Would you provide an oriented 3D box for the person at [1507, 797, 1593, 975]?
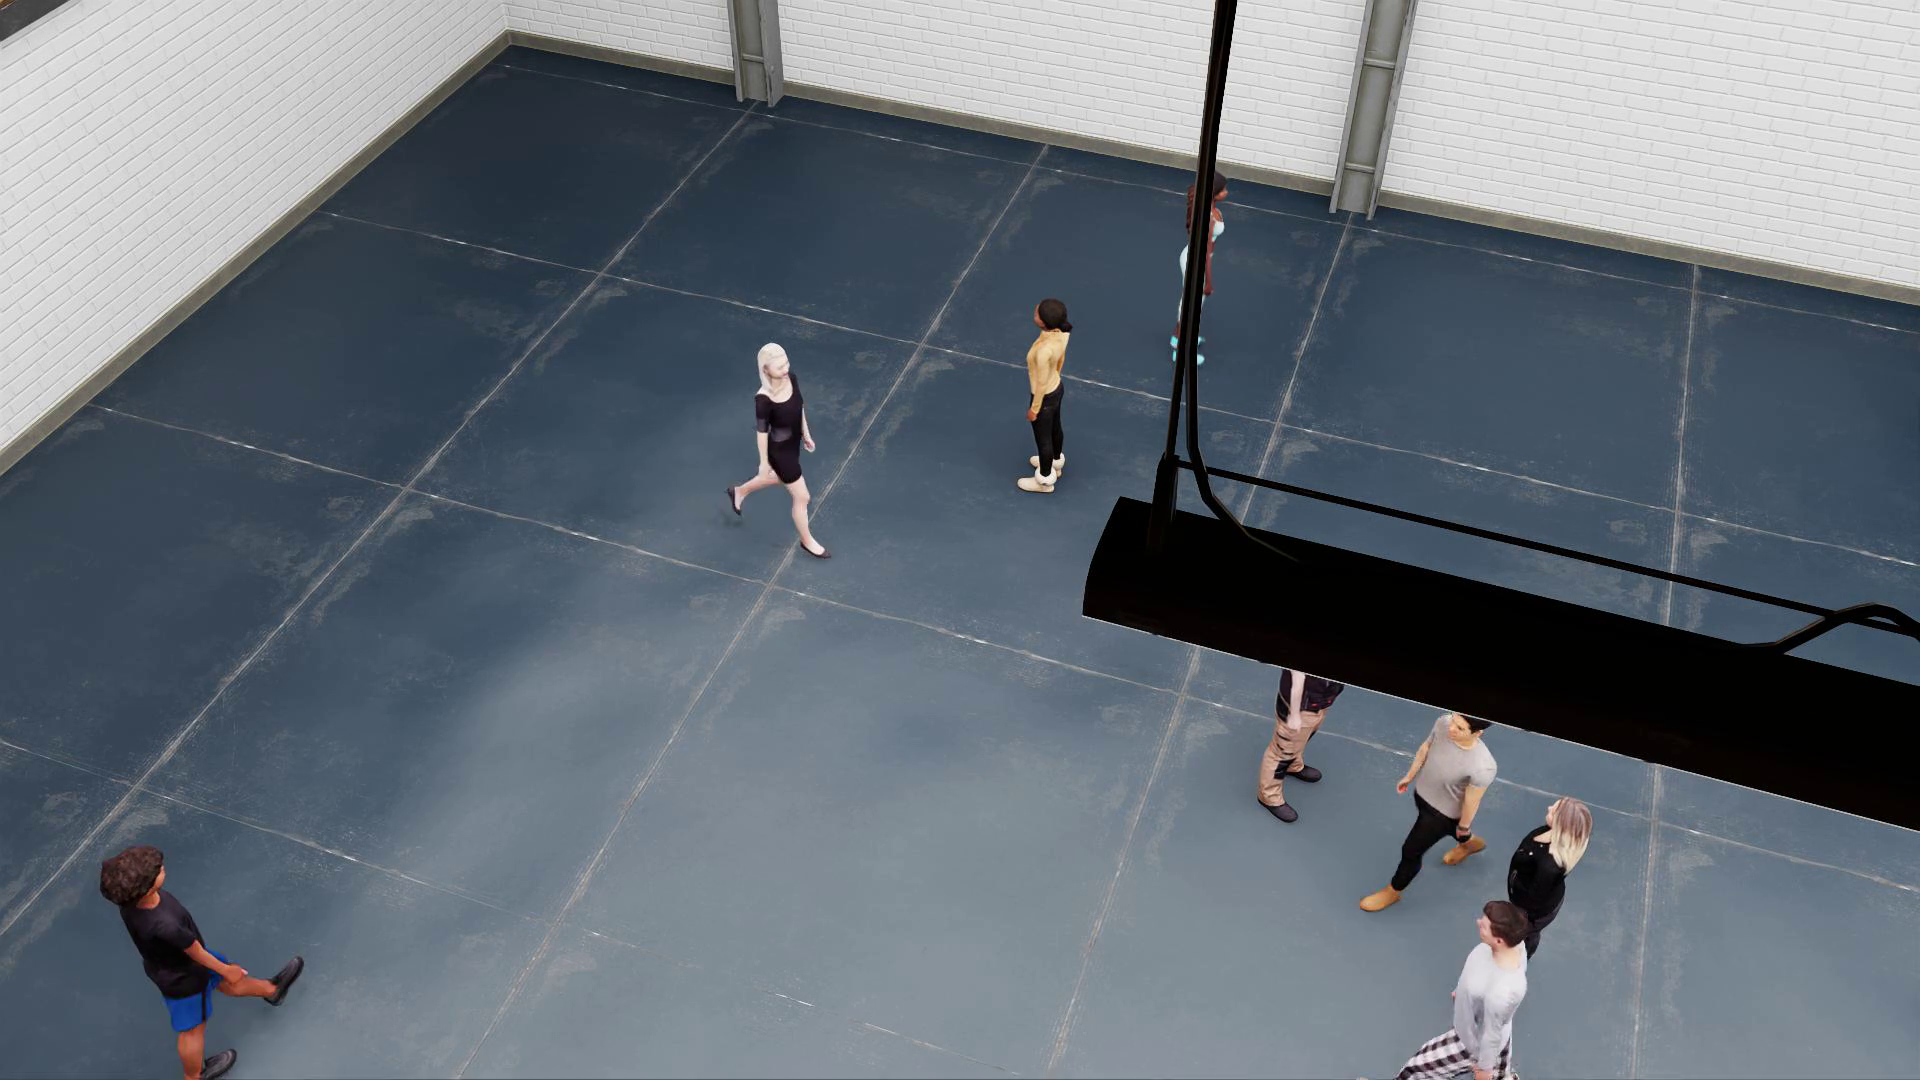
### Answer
[{"bbox_3d":[3.069,1.932,8.852,0.621,1.687,0.662,26,49,25],"label":"person"}]

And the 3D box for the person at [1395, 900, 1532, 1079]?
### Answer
[{"bbox_3d":[2.672,2.441,8.240,1.161,1.794,0.647,14,45,14],"label":"person"}]

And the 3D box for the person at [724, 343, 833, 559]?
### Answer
[{"bbox_3d":[-1.299,-0.638,11.469,1.109,1.797,0.595,16,46,16],"label":"person"}]

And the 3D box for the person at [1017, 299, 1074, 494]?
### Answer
[{"bbox_3d":[0.635,-1.053,12.004,0.575,1.660,0.600,18,46,18],"label":"person"}]

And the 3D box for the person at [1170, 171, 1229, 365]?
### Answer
[{"bbox_3d":[1.865,-2.156,13.120,0.646,1.719,0.647,-3,44,-4],"label":"person"}]

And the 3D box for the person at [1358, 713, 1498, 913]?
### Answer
[{"bbox_3d":[2.781,1.434,9.371,1.178,1.692,1.015,-10,45,-10],"label":"person"}]

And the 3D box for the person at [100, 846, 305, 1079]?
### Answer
[{"bbox_3d":[-4.044,2.241,8.473,1.089,1.762,0.927,31,52,28],"label":"person"}]

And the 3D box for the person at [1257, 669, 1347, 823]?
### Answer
[{"bbox_3d":[2.045,0.887,9.836,0.667,1.842,0.733,24,49,23],"label":"person"}]
